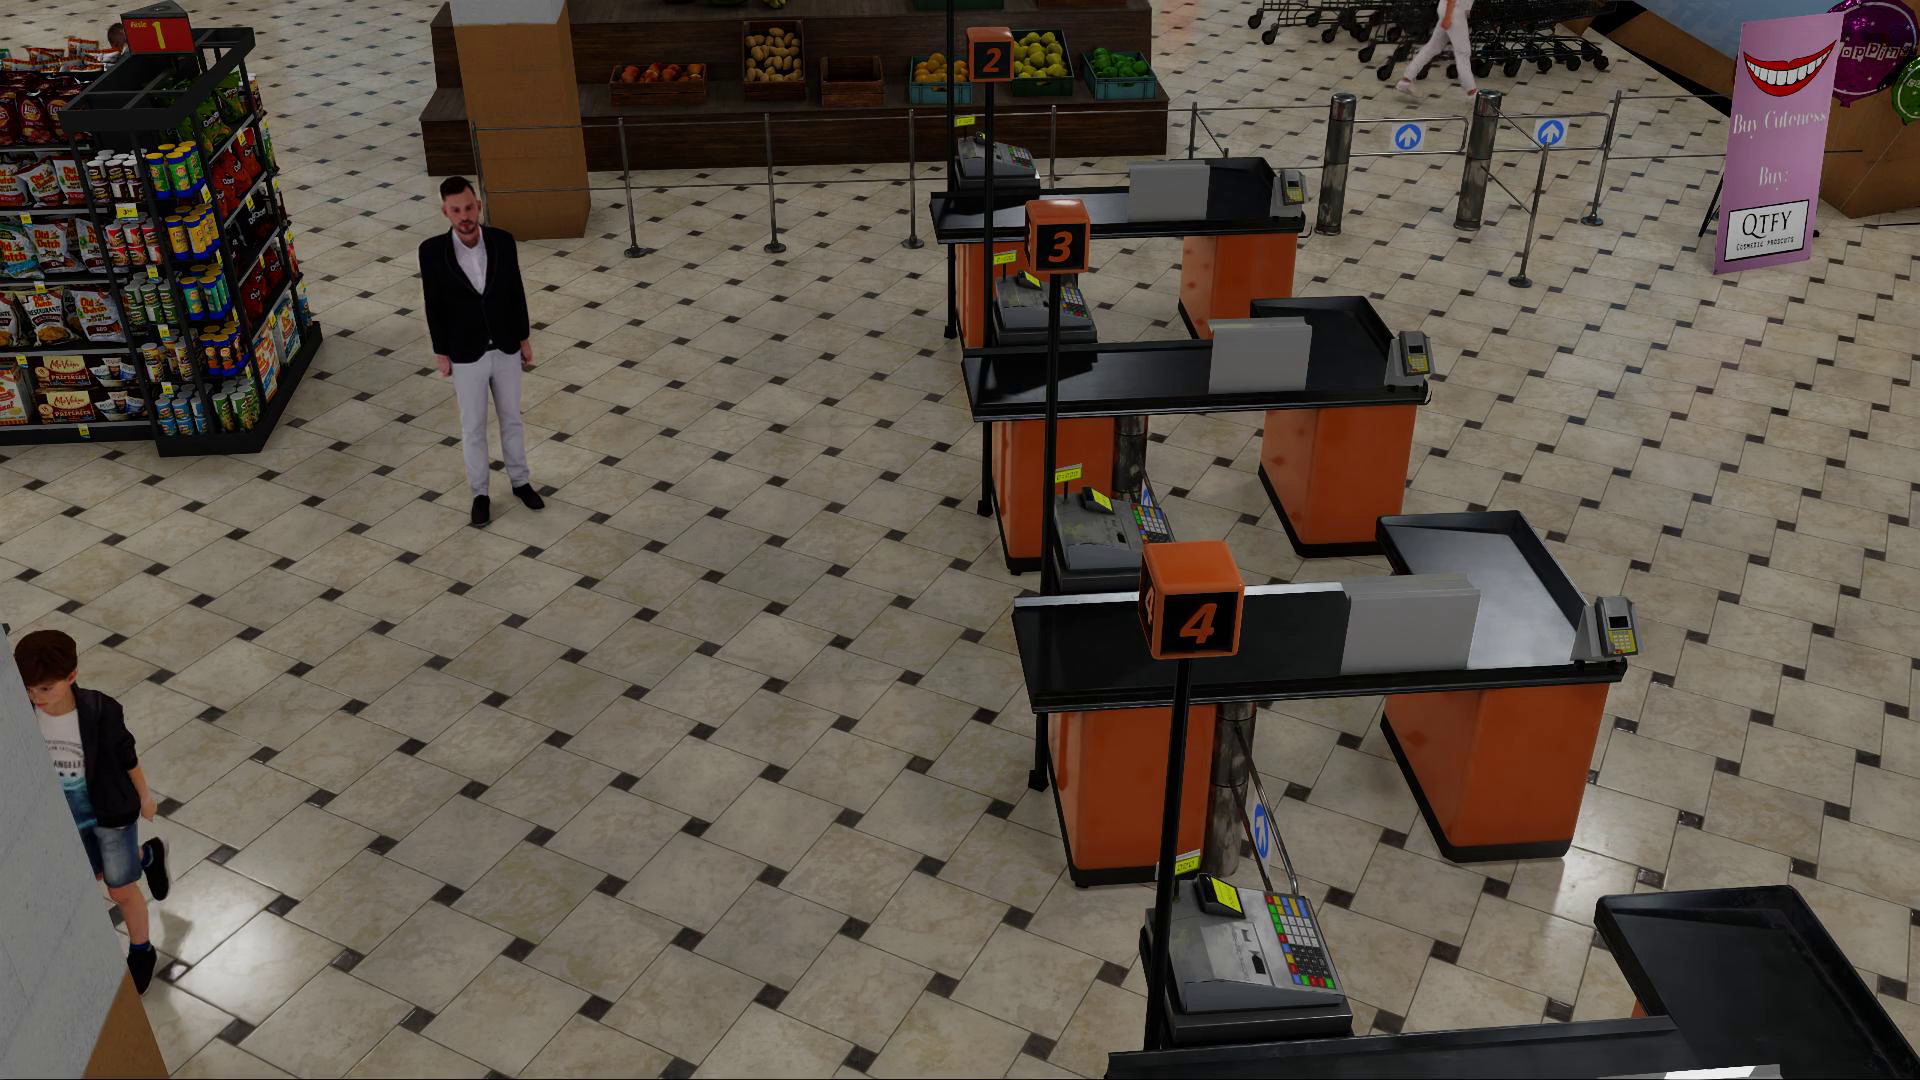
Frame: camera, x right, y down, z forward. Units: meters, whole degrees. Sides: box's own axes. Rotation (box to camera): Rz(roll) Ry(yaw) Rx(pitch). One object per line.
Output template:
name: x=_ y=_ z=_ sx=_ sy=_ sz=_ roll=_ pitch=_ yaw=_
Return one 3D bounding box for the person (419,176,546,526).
person: x=-2.432 y=-0.979 z=8.489 sx=0.625 sy=1.844 sz=0.783 roll=-15 pitch=35 yaw=-22

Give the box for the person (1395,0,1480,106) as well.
person: x=4.240 y=-4.636 z=14.555 sx=1.189 sy=1.644 sz=0.895 roll=10 pitch=33 yaw=16

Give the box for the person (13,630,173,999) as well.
person: x=-3.045 y=0.894 z=5.872 sx=0.831 sy=1.428 sz=0.637 roll=0 pitch=32 yaw=0
